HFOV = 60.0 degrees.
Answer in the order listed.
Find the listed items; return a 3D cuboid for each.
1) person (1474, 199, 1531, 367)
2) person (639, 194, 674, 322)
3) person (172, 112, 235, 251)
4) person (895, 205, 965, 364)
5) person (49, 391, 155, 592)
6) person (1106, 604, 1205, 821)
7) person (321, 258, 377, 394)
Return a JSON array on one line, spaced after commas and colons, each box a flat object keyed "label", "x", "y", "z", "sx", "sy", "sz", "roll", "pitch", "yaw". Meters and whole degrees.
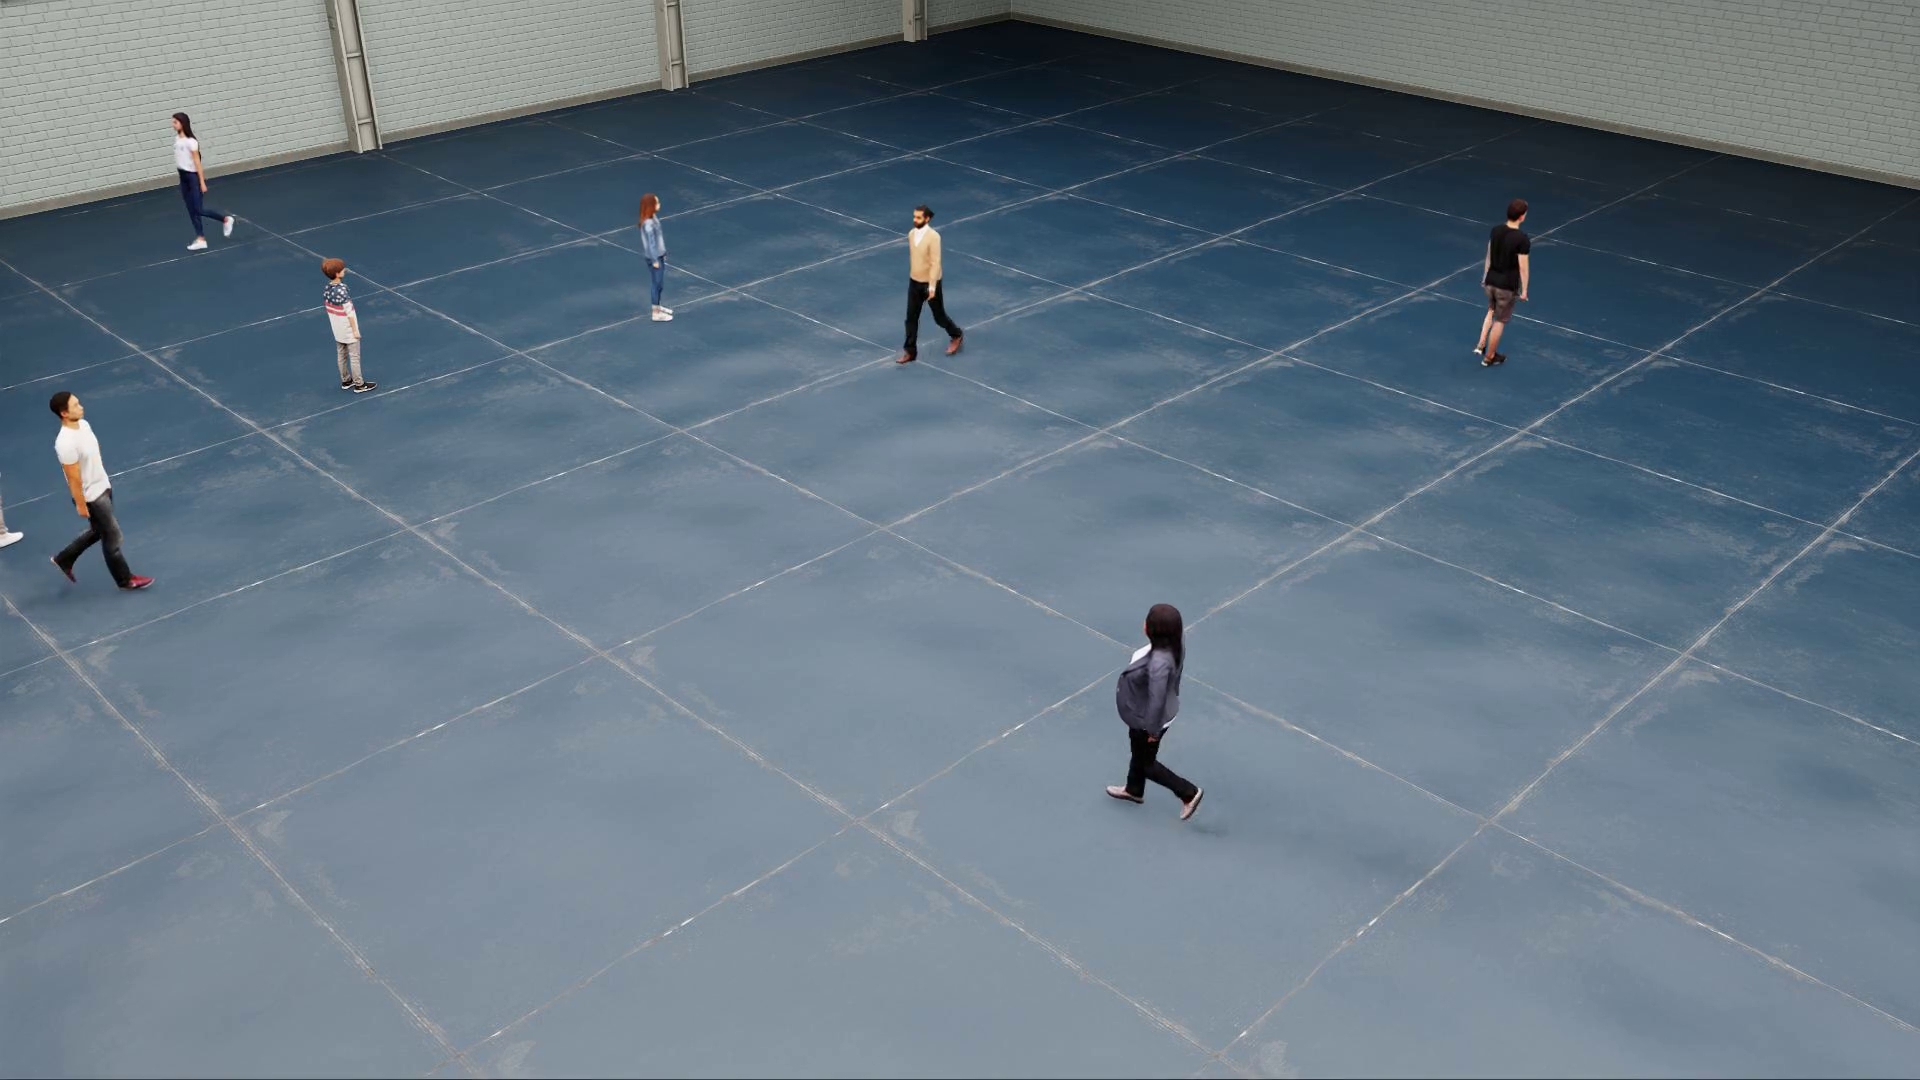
[{"label": "person", "x": 5.769, "y": -2.747, "z": 17.892, "sx": 0.717, "sy": 1.850, "sz": 0.743, "roll": -17, "pitch": 32, "yaw": -29}, {"label": "person", "x": -3.570, "y": -3.292, "z": 19.316, "sx": 0.712, "sy": 1.474, "sz": 0.660, "roll": -1, "pitch": 28, "yaw": -2}, {"label": "person", "x": -9.888, "y": -4.661, "z": 21.580, "sx": 0.655, "sy": 1.762, "sz": 0.921, "roll": 20, "pitch": 34, "yaw": 33}, {"label": "person", "x": -0.301, "y": -2.797, "z": 18.106, "sx": 0.663, "sy": 1.737, "sz": 1.135, "roll": 23, "pitch": 36, "yaw": 37}, {"label": "person", "x": -7.140, "y": -0.375, "z": 13.500, "sx": 1.098, "sy": 1.791, "sz": 0.940, "roll": -7, "pitch": 29, "yaw": -12}, {"label": "person", "x": 1.327, "y": 1.141, "z": 10.882, "sx": 0.960, "sy": 1.577, "sz": 0.975, "roll": 9, "pitch": 29, "yaw": 17}, {"label": "person", "x": -6.448, "y": -2.258, "z": 17.410, "sx": 0.548, "sy": 1.439, "sz": 0.535, "roll": 18, "pitch": 33, "yaw": 30}]
